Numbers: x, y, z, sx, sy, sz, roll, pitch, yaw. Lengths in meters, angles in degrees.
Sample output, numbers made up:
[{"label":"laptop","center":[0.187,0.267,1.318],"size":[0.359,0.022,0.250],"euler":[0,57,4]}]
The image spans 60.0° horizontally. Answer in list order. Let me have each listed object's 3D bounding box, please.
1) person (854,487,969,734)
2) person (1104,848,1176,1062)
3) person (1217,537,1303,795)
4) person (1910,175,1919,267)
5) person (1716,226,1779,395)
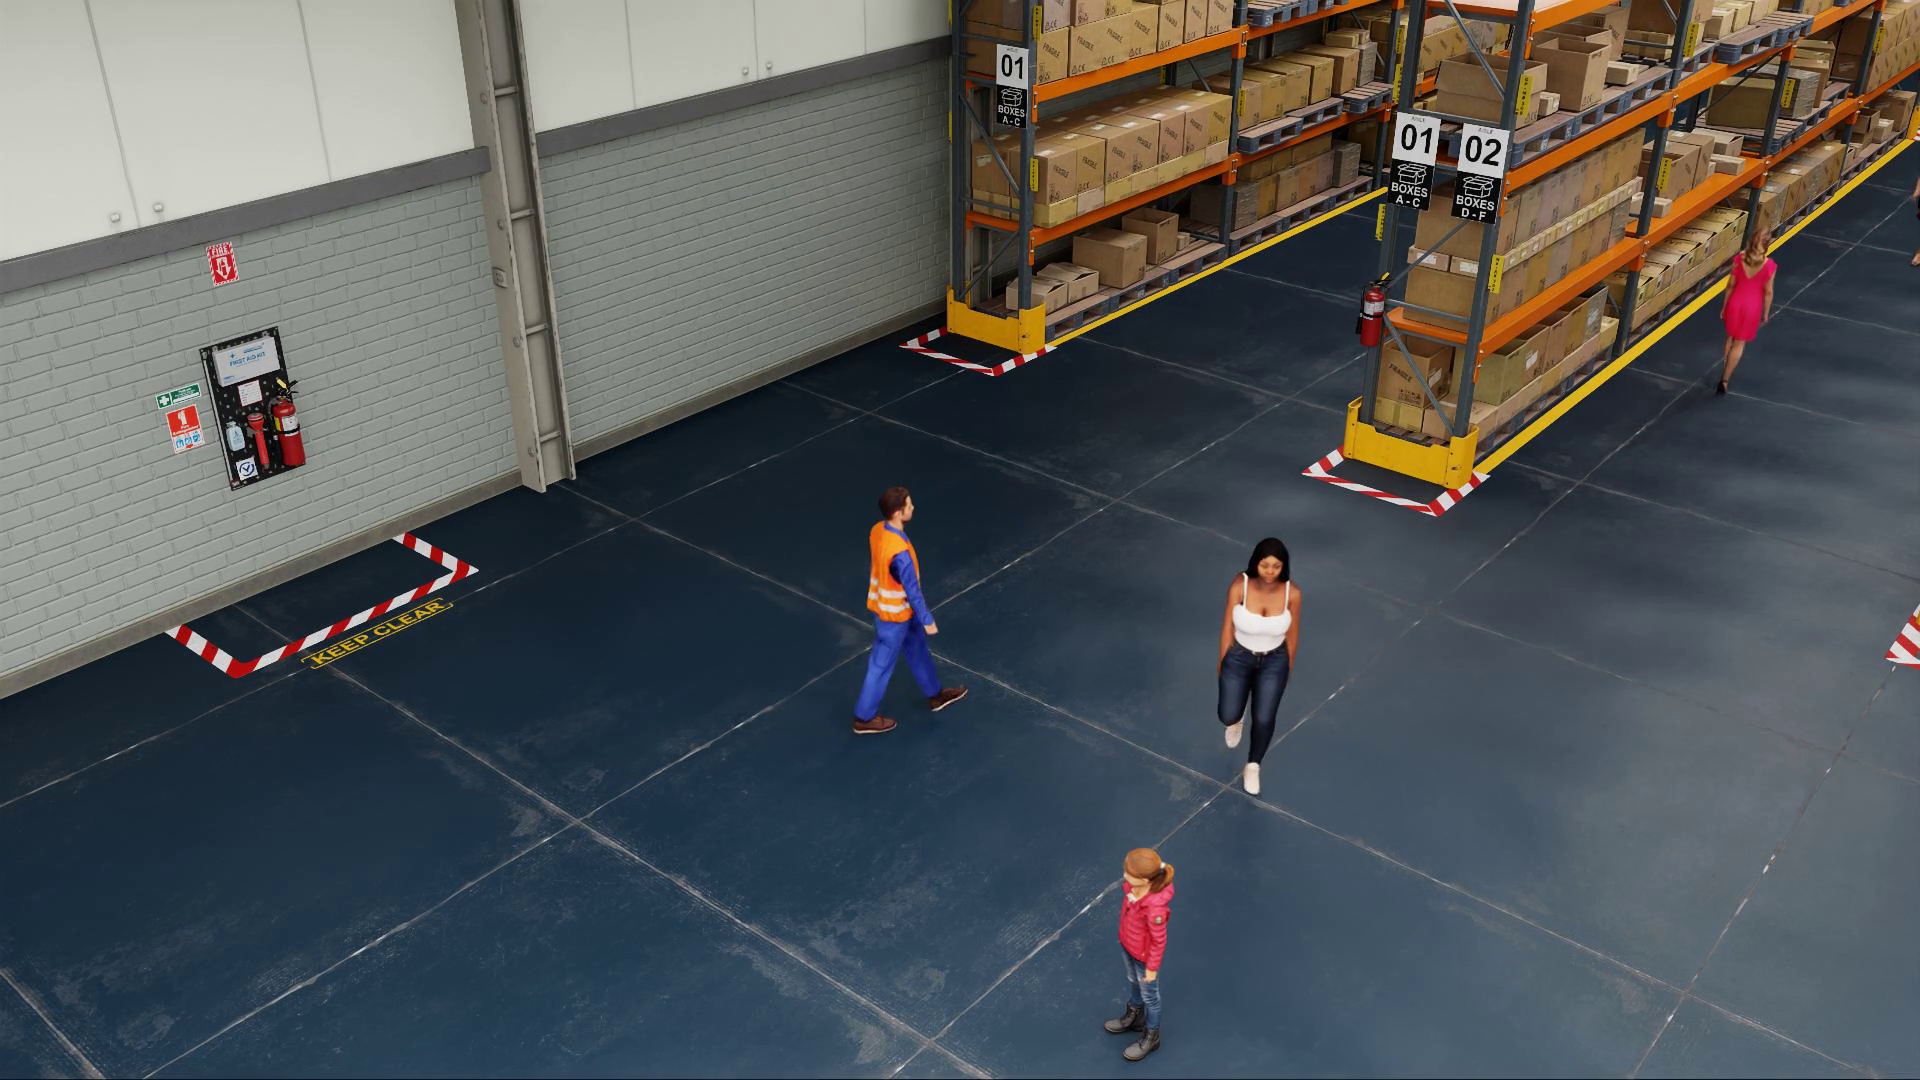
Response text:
[{"label":"person","center":[-0.523,0.520,11.152],"size":[1.204,1.827,1.065],"euler":[-7,29,-12]},{"label":"person","center":[0.963,2.128,8.680],"size":[0.621,1.313,0.589],"euler":[-10,30,-18]},{"label":"person","center":[1.909,0.752,10.748],"size":[0.878,1.797,0.986],"euler":[5,28,9]},{"label":"person","center":[11.834,-4.229,20.143],"size":[0.609,1.758,1.079],"euler":[23,36,37]},{"label":"person","center":[7.723,-2.246,16.465],"size":[0.602,1.715,0.671],"euler":[25,37,38]}]
